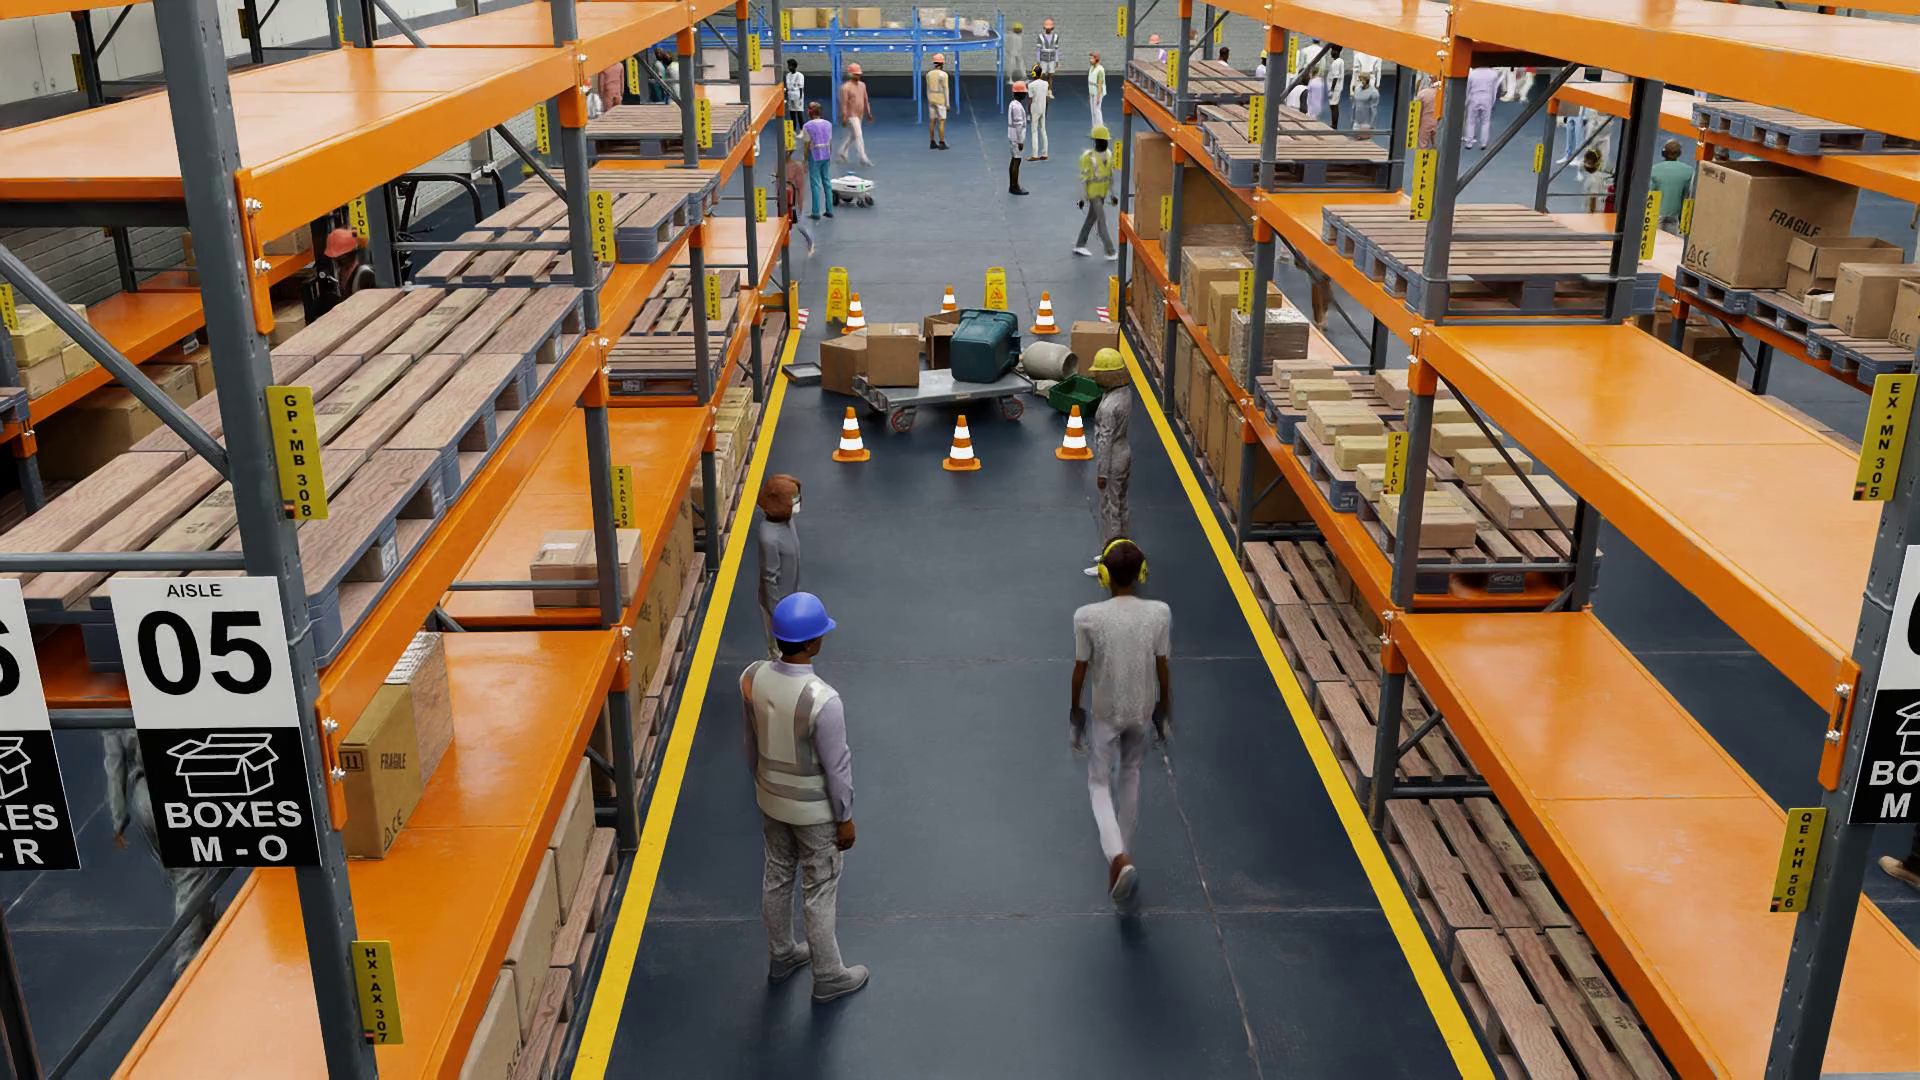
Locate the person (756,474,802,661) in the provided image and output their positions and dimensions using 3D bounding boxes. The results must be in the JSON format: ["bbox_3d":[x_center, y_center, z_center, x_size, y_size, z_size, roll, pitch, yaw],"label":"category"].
[{"bbox_3d":[-1.058,0.374,9.949,0.294,1.623,0.507,2,21,6],"label":"person"}]

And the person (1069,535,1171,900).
[{"bbox_3d":[0.815,0.898,8.257,0.525,1.851,0.681,-3,21,-9],"label":"person"}]

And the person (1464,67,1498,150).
[{"bbox_3d":[10.763,-9.053,34.502,0.674,1.887,0.442,5,21,13],"label":"person"}]

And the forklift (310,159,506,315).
[{"bbox_3d":[-5.622,-2.910,17.832,2.313,2.155,1.214,-1,21,-1],"label":"forklift"}]

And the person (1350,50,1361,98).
[{"bbox_3d":[10.604,-12.592,44.217,0.285,1.629,0.499,18,27,39],"label":"person"}]

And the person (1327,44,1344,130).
[{"bbox_3d":[8.316,-10.024,36.952,0.365,1.965,0.608,8,22,20],"label":"person"}]

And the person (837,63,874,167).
[{"bbox_3d":[-2.074,-8.276,32.361,0.994,1.959,0.613,14,25,33],"label":"person"}]

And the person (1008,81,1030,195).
[{"bbox_3d":[1.022,-7.023,29.060,0.359,1.938,0.545,-3,21,-9],"label":"person"}]

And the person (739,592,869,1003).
[{"bbox_3d":[-0.702,1.151,7.440,0.604,1.949,0.389,17,26,37],"label":"person"}]

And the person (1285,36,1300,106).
[{"bbox_3d":[7.944,-11.146,40.033,0.576,1.885,0.355,-14,25,-33],"label":"person"}]

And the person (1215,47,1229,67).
[{"bbox_3d":[5.721,-9.899,36.710,0.406,1.907,0.601,-8,22,-20],"label":"person"}]

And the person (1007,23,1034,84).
[{"bbox_3d":[1.699,-13.891,47.531,0.875,1.696,0.513,13,24,30],"label":"person"}]

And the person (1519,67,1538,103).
[{"bbox_3d":[14.790,-12.132,42.889,0.543,1.702,0.593,5,21,12],"label":"person"}]

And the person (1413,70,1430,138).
[{"bbox_3d":[10.068,-9.744,36.369,0.326,1.858,0.520,17,26,37],"label":"person"}]

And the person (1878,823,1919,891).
[{"bbox_3d":[4.997,0.877,8.331,0.509,1.839,0.360,-8,22,-21],"label":"person"}]

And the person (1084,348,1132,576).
[{"bbox_3d":[1.098,-0.572,12.301,0.323,1.734,0.488,8,22,20],"label":"person"}]

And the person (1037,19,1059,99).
[{"bbox_3d":[2.317,-12.651,43.794,0.609,2.040,0.394,-6,22,-16],"label":"person"}]

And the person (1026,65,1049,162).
[{"bbox_3d":[1.533,-8.448,32.944,0.507,1.861,0.328,-15,26,-35],"label":"person"}]

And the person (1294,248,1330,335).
[{"bbox_3d":[4.171,-3.355,19.254,0.629,2.018,0.644,-5,21,-12],"label":"person"}]

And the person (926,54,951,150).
[{"bbox_3d":[-0.439,-9.101,34.567,0.548,1.934,0.384,17,27,38],"label":"person"}]

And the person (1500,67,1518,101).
[{"bbox_3d":[14.387,-12.391,43.384,0.429,1.844,0.625,3,21,7],"label":"person"}]

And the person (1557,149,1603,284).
[{"bbox_3d":[8.232,-4.175,21.685,0.692,1.839,0.602,7,22,18],"label":"person"}]

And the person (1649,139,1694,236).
[{"bbox_3d":[9.162,-4.230,21.679,0.630,1.938,0.372,0,21,0],"label":"person"}]

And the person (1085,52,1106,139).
[{"bbox_3d":[2.976,-9.684,36.240,0.384,1.835,0.562,-5,21,-14],"label":"person"}]

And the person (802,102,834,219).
[{"bbox_3d":[-2.274,-6.100,26.767,0.563,1.835,0.401,-18,28,-40],"label":"person"}]

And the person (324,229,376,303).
[{"bbox_3d":[-5.515,-1.911,15.457,0.722,1.991,0.731,-18,27,-40],"label":"person"}]

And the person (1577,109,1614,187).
[{"bbox_3d":[11.569,-7.325,30.164,0.497,1.717,0.789,-4,21,-10],"label":"person"}]

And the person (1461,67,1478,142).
[{"bbox_3d":[11.003,-9.461,35.754,0.320,1.763,0.522,-3,21,-7],"label":"person"}]

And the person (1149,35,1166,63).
[{"bbox_3d":[4.659,-11.138,39.958,0.538,1.930,0.378,7,22,19],"label":"person"}]

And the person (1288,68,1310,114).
[{"bbox_3d":[6.420,-7.988,31.641,0.391,1.916,0.590,-5,21,-13],"label":"person"}]

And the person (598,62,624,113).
[{"bbox_3d":[-7.671,-9.819,36.494,0.641,1.908,0.407,-19,28,-41],"label":"person"}]

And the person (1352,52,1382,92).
[{"bbox_3d":[9.281,-10.447,37.998,0.623,2.030,0.440,4,21,11],"label":"person"}]

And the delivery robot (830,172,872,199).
[{"bbox_3d":[-1.843,-5.971,28.074,0.707,0.478,0.477,12,24,28],"label":"delivery robot"}]

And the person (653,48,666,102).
[{"bbox_3d":[-6.676,-10.050,37.190,0.333,1.844,0.514,-6,22,-16],"label":"person"}]

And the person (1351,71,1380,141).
[{"bbox_3d":[7.502,-7.728,30.944,0.375,1.928,0.636,-11,23,-27],"label":"person"}]

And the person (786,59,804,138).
[{"bbox_3d":[-3.610,-9.644,36.339,0.530,1.690,0.318,18,27,39],"label":"person"}]

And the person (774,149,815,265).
[{"bbox_3d":[-2.354,-4.789,23.425,0.521,1.743,0.762,10,23,25],"label":"person"}]

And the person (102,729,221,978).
[{"bbox_3d":[-3.583,1.181,7.683,0.508,1.700,0.872,-2,21,-5],"label":"person"}]

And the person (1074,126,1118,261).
[{"bbox_3d":[1.985,-4.923,23.598,0.980,1.871,0.604,18,27,39],"label":"person"}]

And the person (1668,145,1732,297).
[{"bbox_3d":[9.409,-4.031,21.009,0.538,2.000,0.683,-13,24,-30],"label":"person"}]

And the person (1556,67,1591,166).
[{"bbox_3d":[12.042,-8.291,32.438,0.375,1.917,0.592,-9,23,-23],"label":"person"}]

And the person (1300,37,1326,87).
[{"bbox_3d":[8.624,-11.454,40.810,0.648,1.915,0.753,13,25,31],"label":"person"}]
